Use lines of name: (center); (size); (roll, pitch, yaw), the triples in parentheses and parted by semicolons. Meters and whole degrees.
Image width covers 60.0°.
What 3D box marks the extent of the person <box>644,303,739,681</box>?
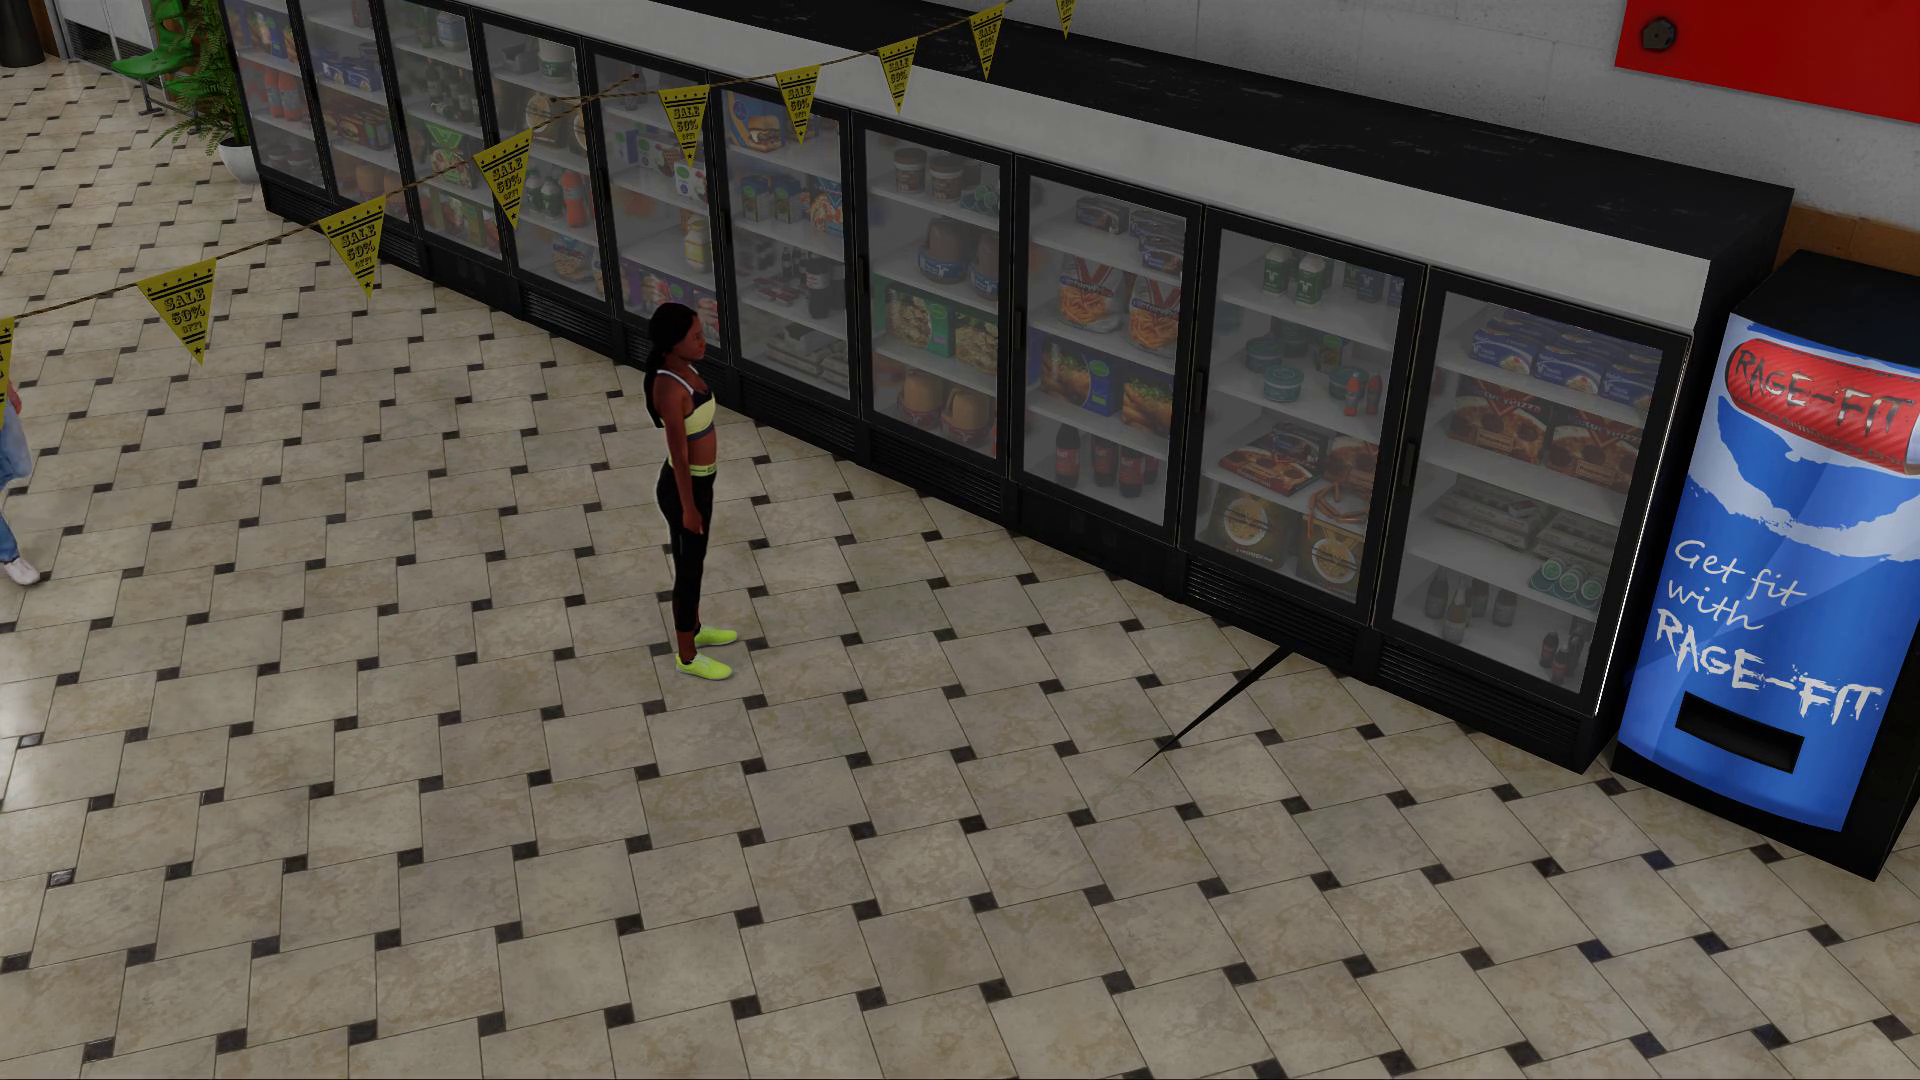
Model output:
person: (-1.187, -0.212, 7.196); (0.701, 1.754, 0.629); (-1, 32, -1)
